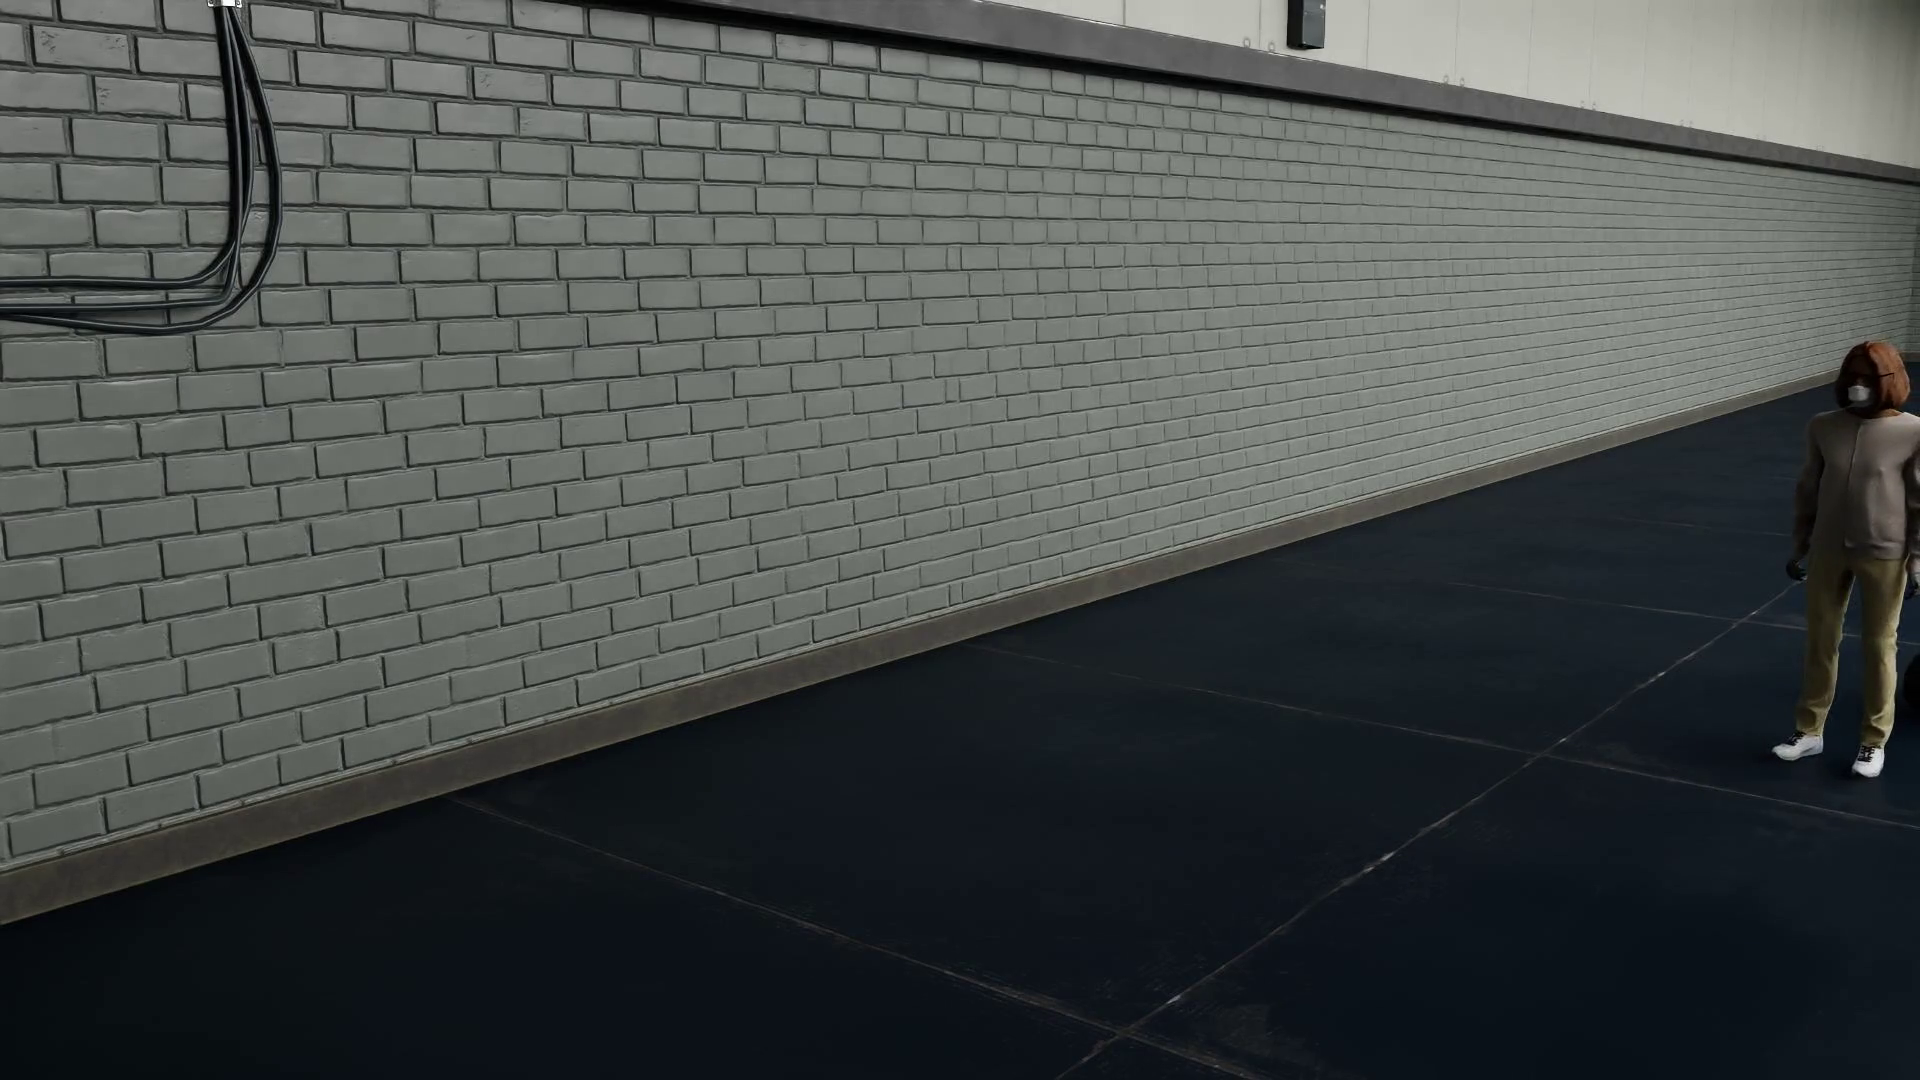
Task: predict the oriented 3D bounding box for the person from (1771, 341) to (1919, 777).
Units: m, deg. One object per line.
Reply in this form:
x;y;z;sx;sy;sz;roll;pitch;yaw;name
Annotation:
3.377;0.068;6.266;0.268;1.630;0.507;-8;13;-38;person
